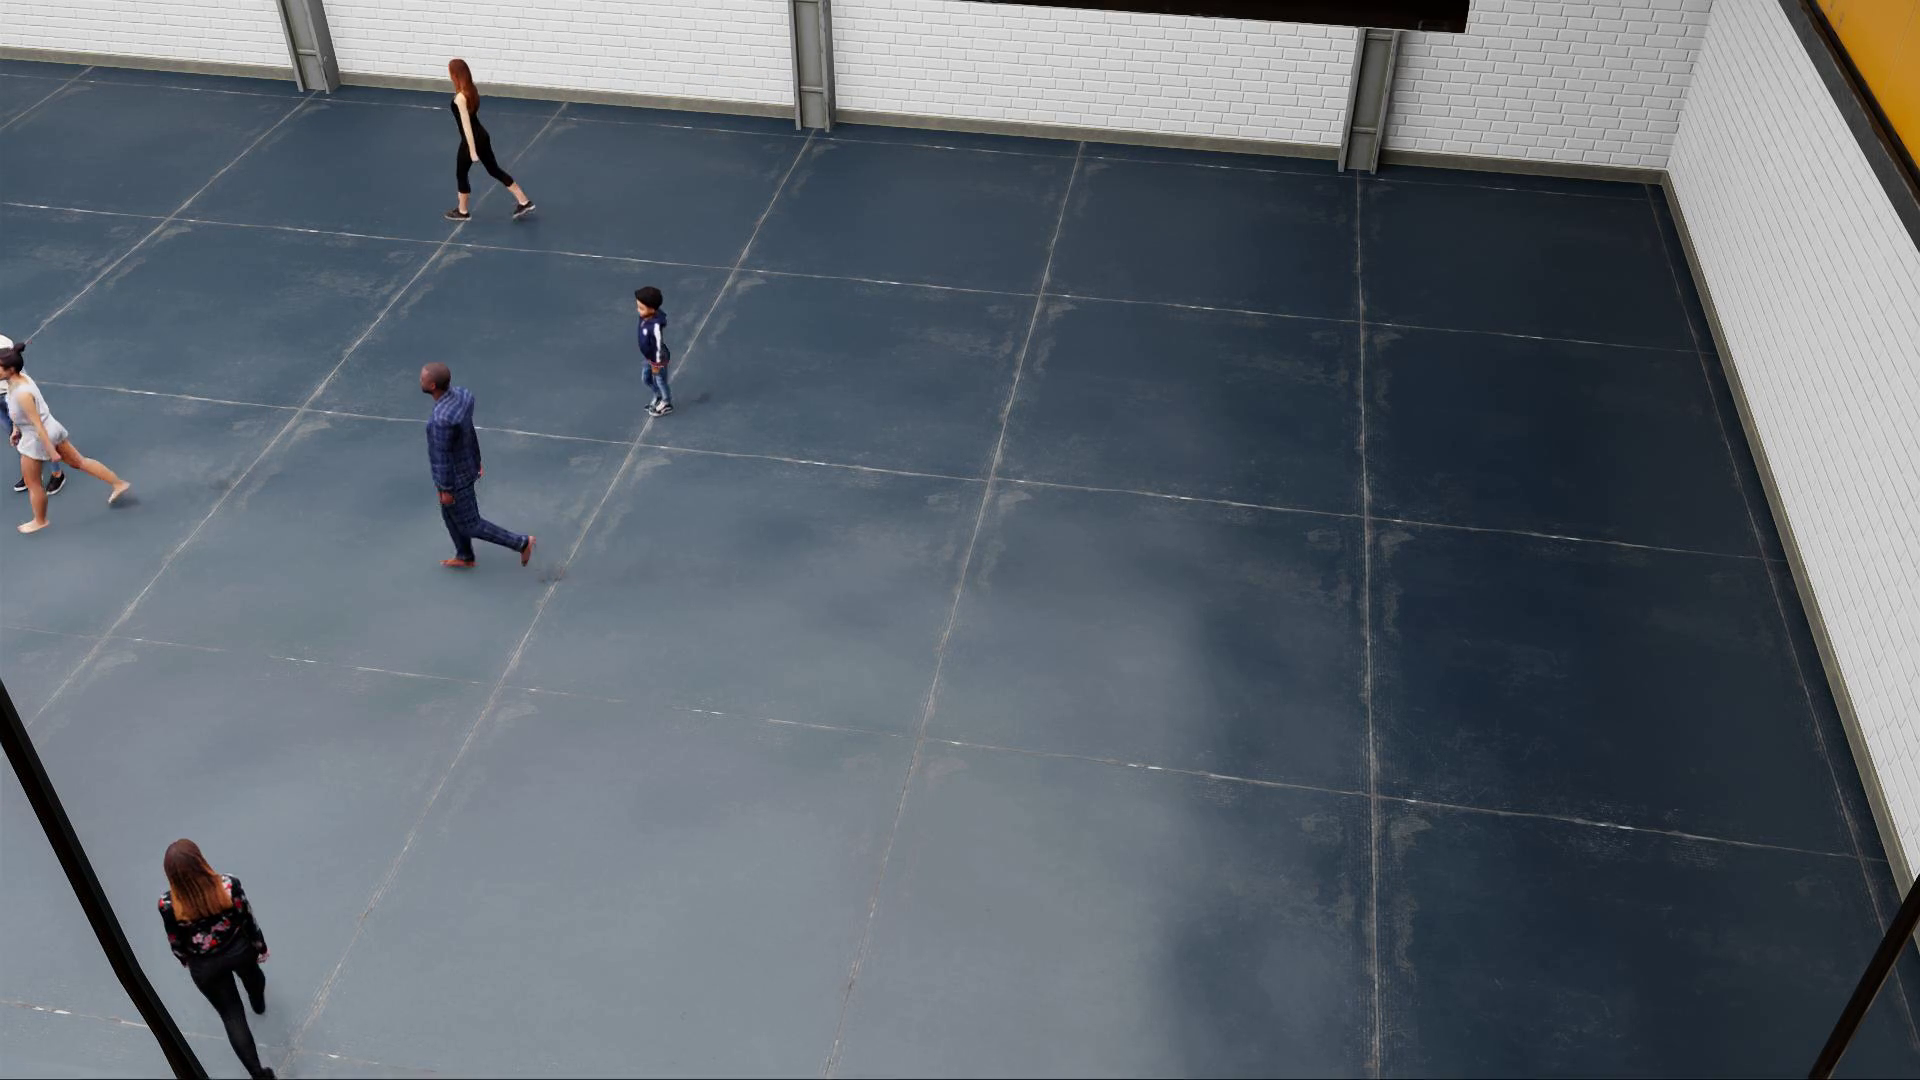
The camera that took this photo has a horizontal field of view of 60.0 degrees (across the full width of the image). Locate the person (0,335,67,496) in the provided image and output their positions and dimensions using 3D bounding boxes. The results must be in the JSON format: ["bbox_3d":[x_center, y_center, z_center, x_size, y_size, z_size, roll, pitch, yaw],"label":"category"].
[{"bbox_3d":[-7.387,-1.100,12.917,0.491,1.692,0.687,8,39,10],"label":"person"}]

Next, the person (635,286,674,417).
[{"bbox_3d":[-2.506,-1.587,13.907,0.651,1.218,0.605,-19,42,-22],"label":"person"}]

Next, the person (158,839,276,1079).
[{"bbox_3d":[-3.872,2.248,8.763,1.090,1.645,1.088,-19,42,-22],"label":"person"}]

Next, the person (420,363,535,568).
[{"bbox_3d":[-3.560,-0.470,12.045,1.043,1.795,0.766,1,39,1],"label":"person"}]

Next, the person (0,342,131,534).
[{"bbox_3d":[-6.890,-0.806,12.642,1.134,1.575,0.989,-17,41,-20],"label":"person"}]

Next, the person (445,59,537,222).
[{"bbox_3d":[-4.699,-3.912,16.442,1.153,1.686,0.631,4,39,5],"label":"person"}]
